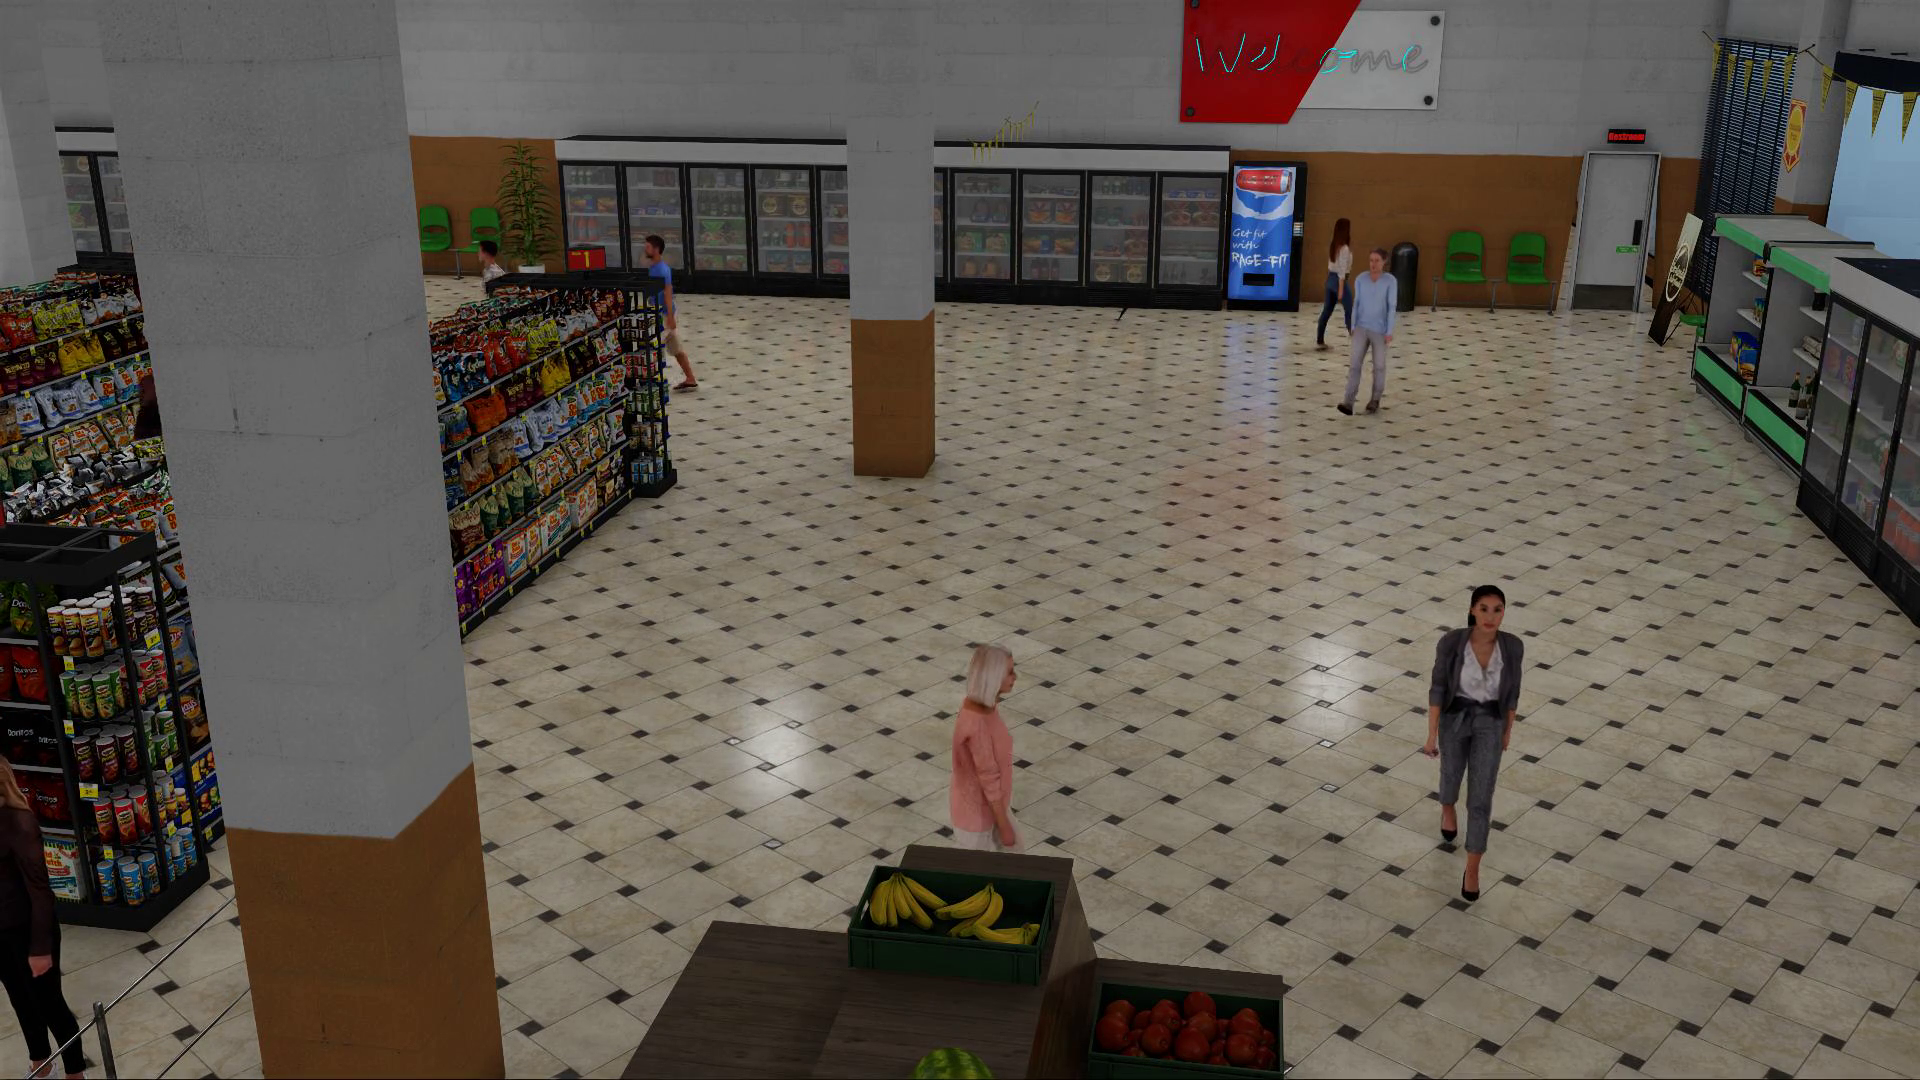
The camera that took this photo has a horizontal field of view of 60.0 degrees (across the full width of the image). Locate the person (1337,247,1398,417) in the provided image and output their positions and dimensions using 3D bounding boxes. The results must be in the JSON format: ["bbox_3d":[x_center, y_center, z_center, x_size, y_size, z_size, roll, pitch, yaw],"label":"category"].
[{"bbox_3d":[4.607,-2.312,18.451,0.962,1.854,1.246,11,21,29],"label":"person"}]

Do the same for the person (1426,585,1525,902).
[{"bbox_3d":[2.726,1.013,8.941,0.661,1.630,1.117,4,19,13],"label":"person"}]

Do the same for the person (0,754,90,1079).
[{"bbox_3d":[-3.938,1.635,6.978,0.664,1.705,0.621,10,21,28],"label":"person"}]

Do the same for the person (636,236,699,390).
[{"bbox_3d":[-3.370,-2.596,19.347,1.134,1.820,1.232,-7,20,-21],"label":"person"}]

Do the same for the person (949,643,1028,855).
[{"bbox_3d":[0.007,1.291,7.991,0.706,1.709,0.690,1,19,4],"label":"person"}]

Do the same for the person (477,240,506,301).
[{"bbox_3d":[-5.242,-2.547,19.250,0.824,1.788,1.078,1,19,3],"label":"person"}]

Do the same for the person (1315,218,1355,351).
[{"bbox_3d":[4.827,-3.293,21.597,0.945,1.702,1.020,-5,19,-15],"label":"person"}]
